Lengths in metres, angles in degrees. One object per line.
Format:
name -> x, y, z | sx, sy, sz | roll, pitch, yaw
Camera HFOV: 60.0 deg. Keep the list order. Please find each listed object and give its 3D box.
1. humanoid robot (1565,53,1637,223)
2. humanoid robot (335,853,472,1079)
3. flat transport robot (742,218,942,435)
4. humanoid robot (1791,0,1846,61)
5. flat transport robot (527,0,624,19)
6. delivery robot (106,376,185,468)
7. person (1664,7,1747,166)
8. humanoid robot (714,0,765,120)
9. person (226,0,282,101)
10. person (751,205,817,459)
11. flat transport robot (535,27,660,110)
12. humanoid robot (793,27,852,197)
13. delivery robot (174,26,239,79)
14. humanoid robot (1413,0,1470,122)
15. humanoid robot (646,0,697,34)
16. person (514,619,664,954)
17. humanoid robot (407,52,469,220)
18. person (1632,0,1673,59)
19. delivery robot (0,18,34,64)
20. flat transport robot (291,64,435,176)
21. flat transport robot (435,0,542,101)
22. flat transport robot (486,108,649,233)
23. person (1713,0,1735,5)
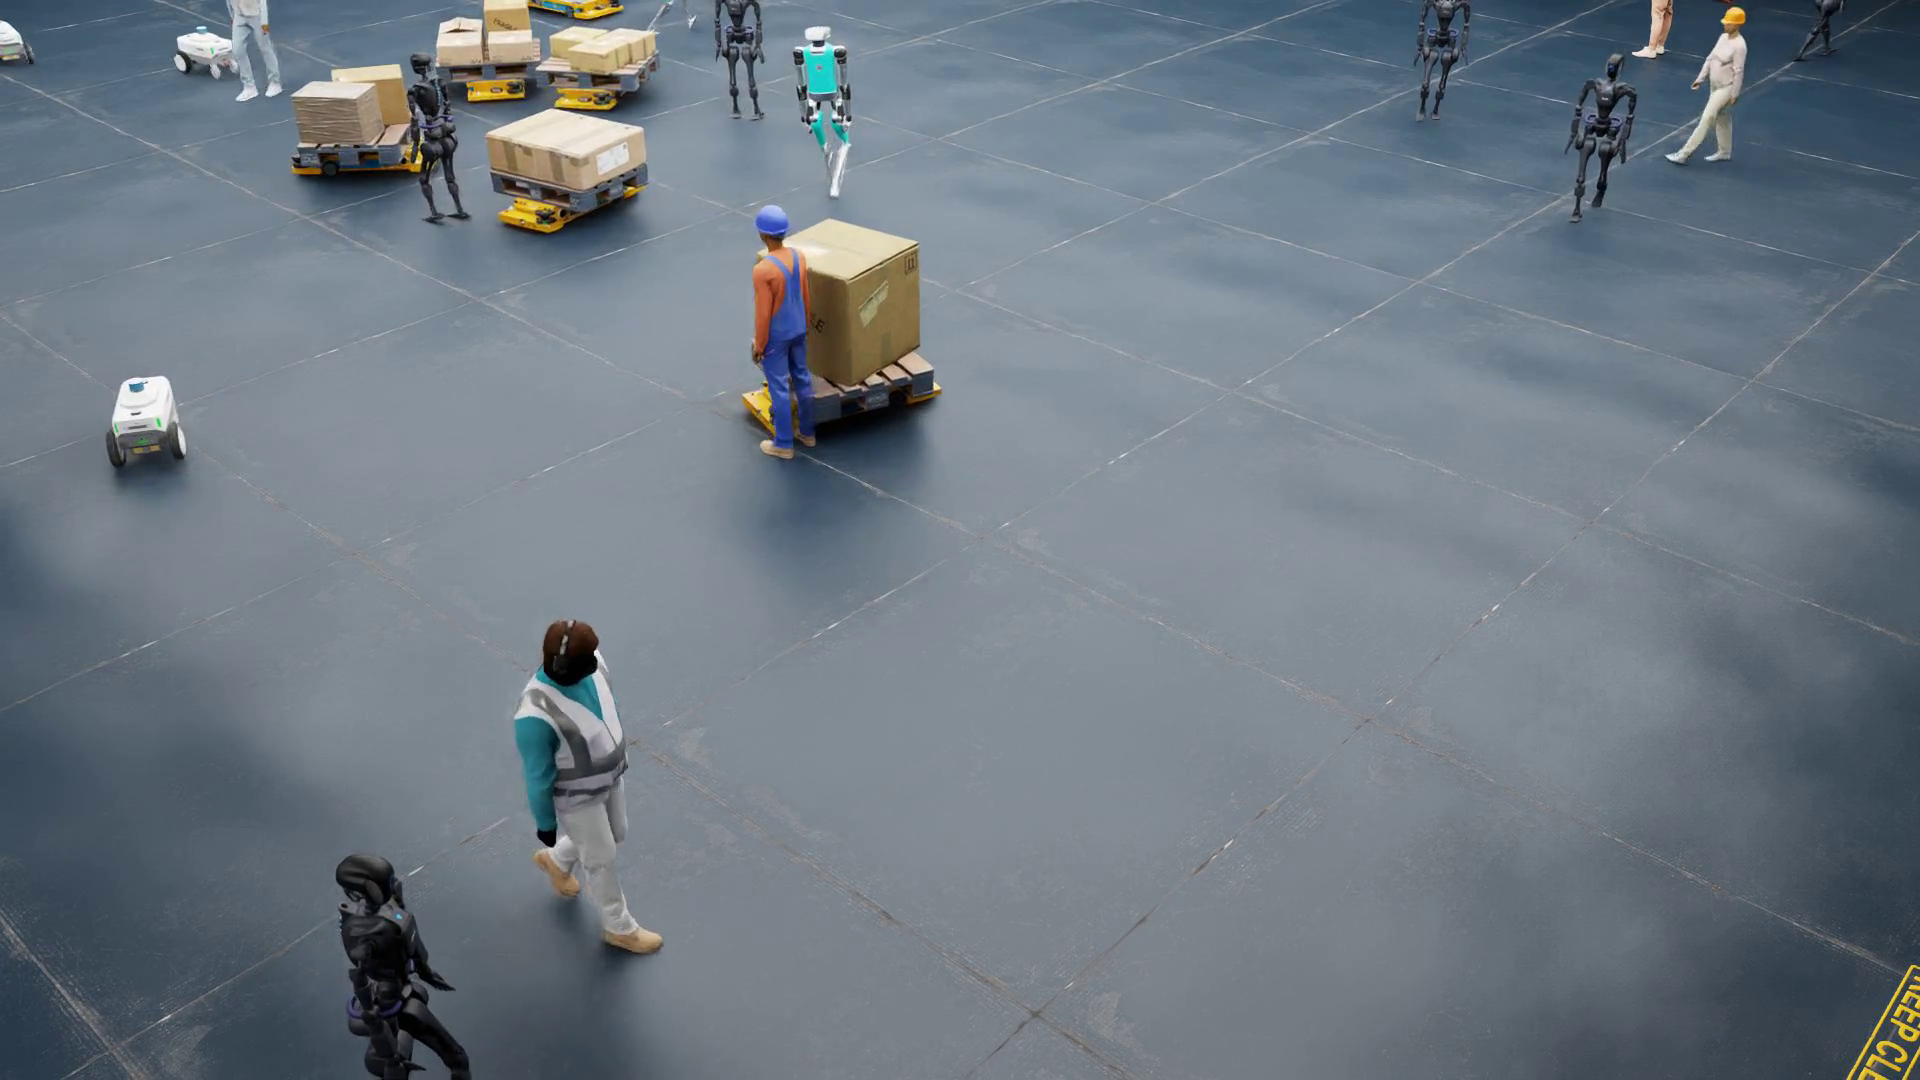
humanoid robot -> 6.248, -3.958, 16.219 | 0.587, 1.633, 0.697 | 16, 35, 24
humanoid robot -> -2.227, 1.913, 6.740 | 0.567, 1.644, 0.596 | -1, 32, -2
flat transport robot -> -0.933, -1.184, 13.060 | 1.431, 0.231, 0.659 | -17, 35, -25
humanoid robot -> 10.980, -6.857, 20.893 | 0.759, 1.621, 0.589 | -4, 32, -6
flat transport robot -> -5.462, -7.540, 23.296 | 1.431, 0.231, 0.659 | 21, 37, 29
delivery robot -> -6.050, -0.900, 12.344 | 0.499, 0.608, 0.799 | -9, 33, -15
person -> 7.922, -4.760, 17.509 | 0.877, 1.652, 0.465 | -1, 32, -2
humanoid robot -> -2.498, -5.612, 18.853 | 0.584, 1.650, 0.344 | 4, 32, 7
person -> -8.337, -6.078, 19.396 | 0.618, 1.890, 0.746 | 7, 33, 11
person -> -1.288, -1.499, 12.019 | 0.369, 1.905, 0.535 | 24, 39, 33
flat transport robot -> -4.299, -5.454, 19.936 | 0.659, 0.231, 1.431 | 5, 32, 7
humanoid robot -> -1.323, -4.257, 16.726 | 0.553, 1.907, 0.732 | 3, 32, 5
delivery robot -> -9.371, -6.062, 20.660 | 0.809, 0.611, 0.499 | 18, 36, 26
humanoid robot -> 5.449, -5.546, 18.758 | 0.600, 1.646, 0.478 | 6, 32, 10
humanoid robot -> -3.864, -7.562, 21.964 | 0.945, 1.779, 0.540 | -9, 33, -14
person -> -1.800, 1.139, 7.853 | 0.719, 1.811, 0.642 | 10, 33, 15
humanoid robot -> -5.099, -3.913, 16.122 | 0.401, 1.645, 0.598 | 13, 34, 20
person -> 8.898, -7.042, 20.967 | 0.513, 1.878, 0.350 | -27, 41, -36
delivery robot -> -12.088, -6.283, 21.019 | 0.499, 0.614, 0.815 | -22, 38, -31
flat transport robot -> -6.341, -4.109, 17.771 | 1.431, 0.231, 0.659 | -3, 32, -4
flat transport robot -> -5.683, -5.633, 20.225 | 0.659, 0.231, 1.431 | -6, 32, -10
flat transport robot -> -3.904, -3.445, 16.702 | 0.659, 0.231, 1.431 | 17, 36, 26
person -> 10.873, -8.404, 23.230 | 0.512, 1.817, 0.420 | -19, 36, -27
